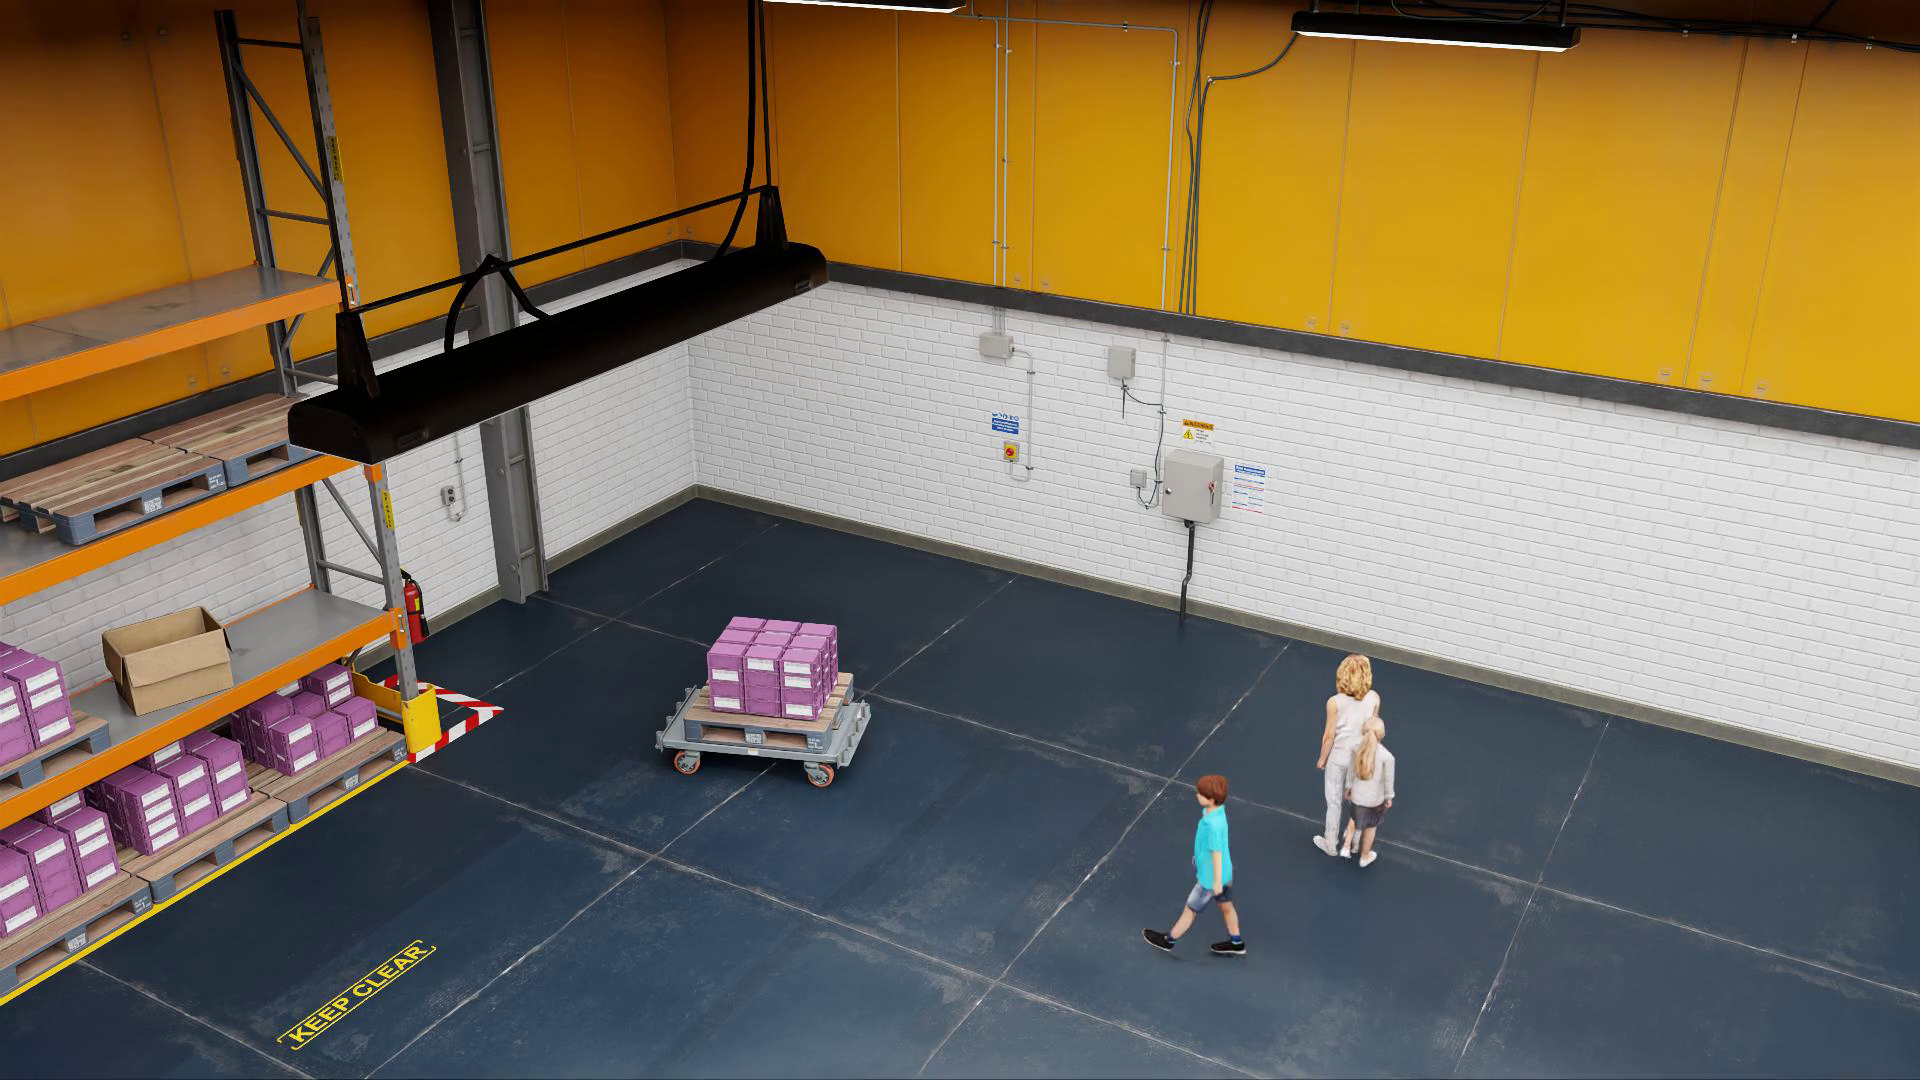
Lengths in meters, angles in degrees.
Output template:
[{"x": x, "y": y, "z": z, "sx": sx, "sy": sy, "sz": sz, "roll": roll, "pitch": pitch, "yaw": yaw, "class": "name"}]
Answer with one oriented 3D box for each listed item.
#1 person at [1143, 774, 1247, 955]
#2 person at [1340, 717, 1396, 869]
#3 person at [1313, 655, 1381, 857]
[{"x": 1.806, "y": 2.262, "z": 11.375, "sx": 0.774, "sy": 1.415, "sz": 0.933, "roll": 5, "pitch": 24, "yaw": 11, "class": "person"}, {"x": 3.013, "y": 1.907, "z": 12.373, "sx": 0.567, "sy": 1.267, "sz": 0.647, "roll": 19, "pitch": 30, "yaw": 36, "class": "person"}, {"x": 2.921, "y": 1.616, "z": 12.534, "sx": 0.683, "sy": 1.670, "sz": 0.739, "roll": -6, "pitch": 24, "yaw": -12, "class": "person"}]
